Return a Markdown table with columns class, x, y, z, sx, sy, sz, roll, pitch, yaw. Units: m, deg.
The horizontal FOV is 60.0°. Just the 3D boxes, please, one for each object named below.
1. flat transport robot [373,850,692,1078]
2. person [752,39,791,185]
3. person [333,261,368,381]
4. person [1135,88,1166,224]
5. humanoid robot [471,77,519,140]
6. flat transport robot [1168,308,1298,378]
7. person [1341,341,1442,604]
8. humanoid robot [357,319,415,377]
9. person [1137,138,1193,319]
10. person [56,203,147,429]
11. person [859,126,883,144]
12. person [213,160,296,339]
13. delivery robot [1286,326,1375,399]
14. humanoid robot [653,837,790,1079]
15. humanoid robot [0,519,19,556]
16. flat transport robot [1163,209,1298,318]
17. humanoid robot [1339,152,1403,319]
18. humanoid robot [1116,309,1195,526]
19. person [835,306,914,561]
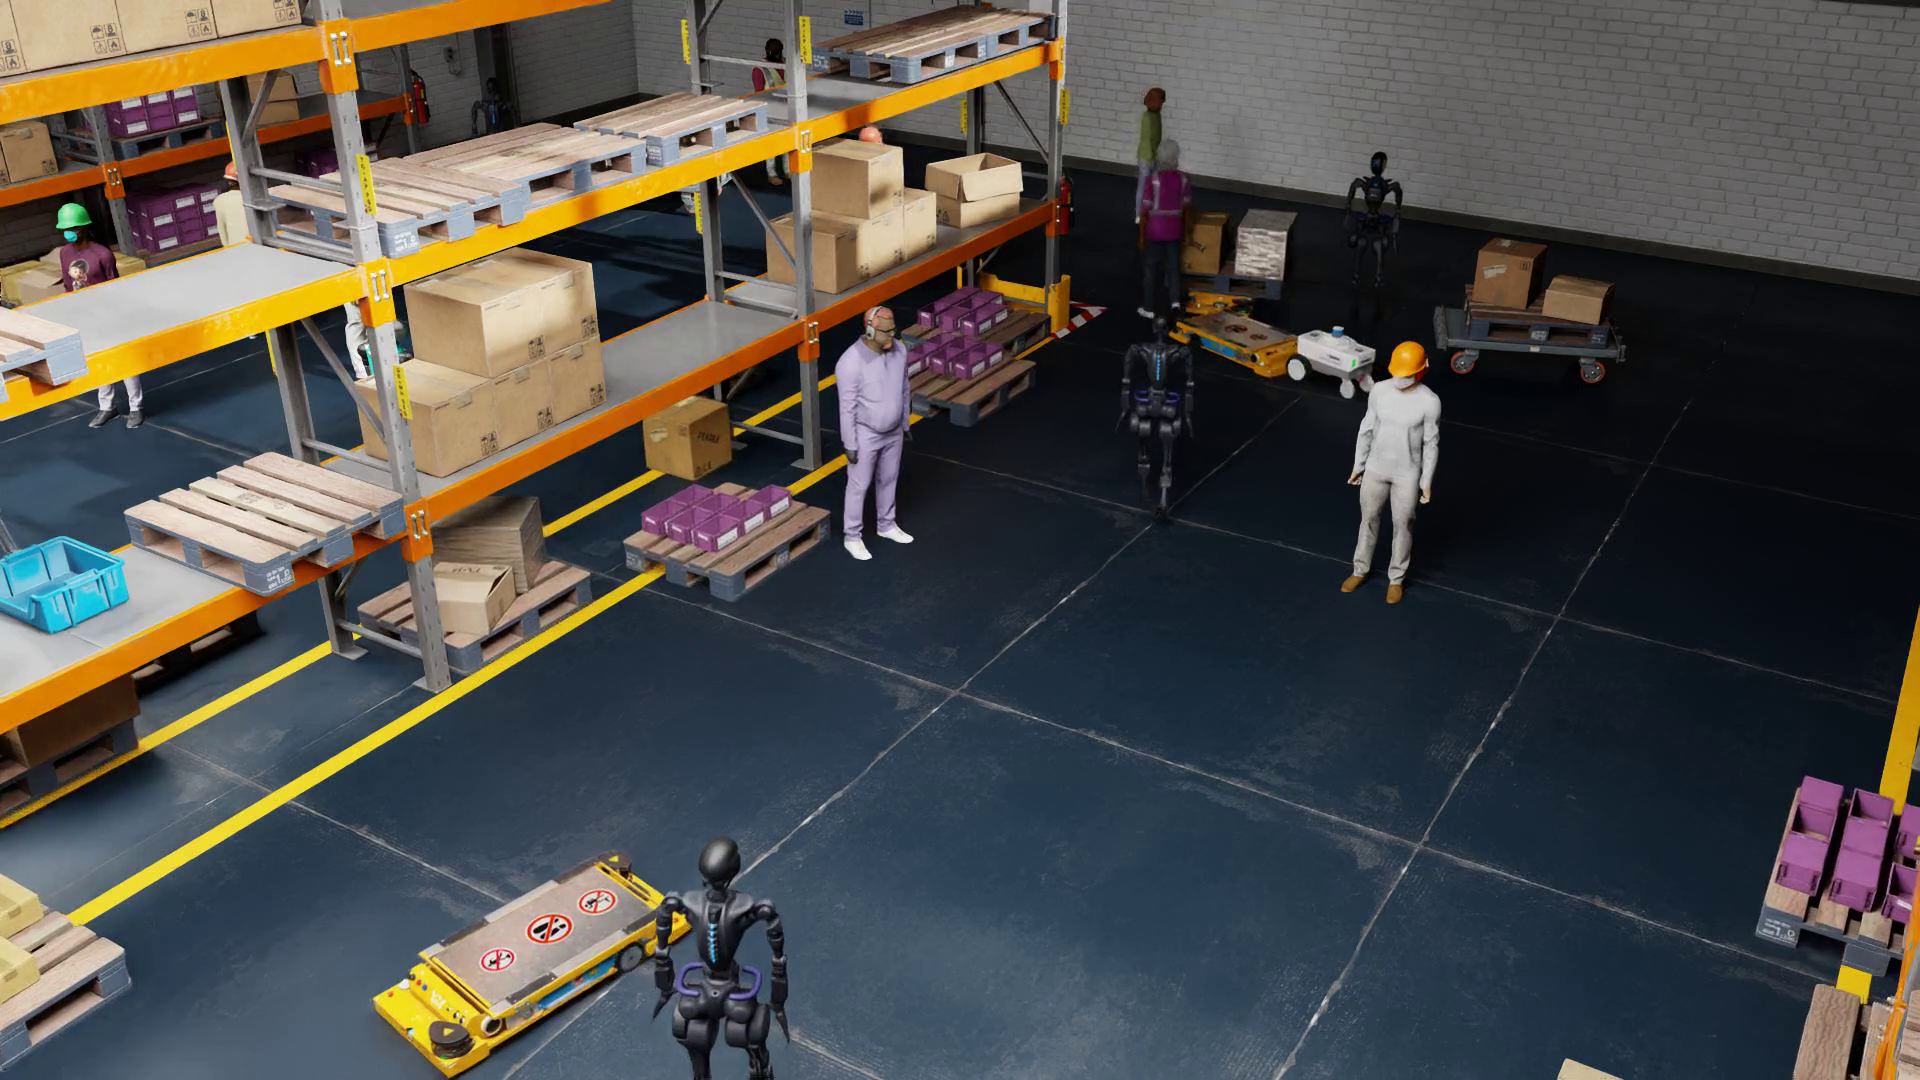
| class | x | y | z | sx | sy | sz | roll | pitch | yaw |
| --- | --- | --- | --- | --- | --- | --- | --- | --- | --- |
| flat transport robot | -2.071 | 2.041 | 8.177 | 0.659 | 0.231 | 1.431 | 23 | 35 | 37 |
| person | -2.339 | -5.485 | 21.287 | 0.429 | 1.830 | 0.637 | 23 | 35 | 37 |
| person | -5.410 | -2.331 | 14.949 | 0.371 | 1.939 | 0.630 | -1 | 27 | -1 |
| person | 2.281 | -4.492 | 19.558 | 0.431 | 1.622 | 0.502 | 14 | 30 | 25 |
| humanoid robot | -5.548 | -4.675 | 19.867 | 0.608 | 1.643 | 0.482 | -6 | 28 | -12 |
| flat transport robot | 2.701 | -1.903 | 15.948 | 0.659 | 0.231 | 1.431 | -18 | 32 | -31 |
| person | 2.949 | -0.467 | 11.332 | 0.570 | 1.889 | 0.378 | 15 | 31 | 28 |
| humanoid robot | -3.886 | -0.857 | 12.119 | 0.533 | 1.676 | 0.735 | 16 | 31 | 29 |
| person | 2.040 | -3.041 | 16.463 | 0.550 | 1.830 | 0.530 | -3 | 27 | -7 |
| person | -7.284 | -1.901 | 14.087 | 0.487 | 1.952 | 0.417 | 3 | 27 | 5 |
| person | -0.826 | -3.506 | 17.498 | 0.528 | 1.724 | 0.590 | -6 | 27 | -11 |
| person | -6.844 | -2.802 | 16.076 | 0.563 | 1.752 | 0.336 | 7 | 28 | 13 |
| delivery robot | 3.397 | -1.647 | 15.144 | 0.499 | 0.609 | 0.812 | -20 | 33 | -34 |
| humanoid robot | -1.003 | 1.915 | 6.903 | 0.595 | 1.644 | 0.610 | 2 | 27 | 3 |
| humanoid robot | -7.120 | -0.604 | 11.757 | 0.882 | 1.770 | 0.587 | 24 | 35 | 39 |
| flat transport robot | 2.829 | -2.632 | 17.385 | 0.659 | 0.231 | 1.431 | 9 | 28 | 17 |
| humanoid robot | 4.114 | -3.059 | 16.656 | 0.593 | 1.651 | 0.353 | 9 | 28 | 18 |
| humanoid robot | 1.469 | -0.932 | 12.510 | 0.585 | 1.635 | 0.692 | 3 | 27 | 6 |
| person | -0.585 | -0.772 | 11.936 | 0.653 | 1.896 | 0.397 | -23 | 35 | -38 |
